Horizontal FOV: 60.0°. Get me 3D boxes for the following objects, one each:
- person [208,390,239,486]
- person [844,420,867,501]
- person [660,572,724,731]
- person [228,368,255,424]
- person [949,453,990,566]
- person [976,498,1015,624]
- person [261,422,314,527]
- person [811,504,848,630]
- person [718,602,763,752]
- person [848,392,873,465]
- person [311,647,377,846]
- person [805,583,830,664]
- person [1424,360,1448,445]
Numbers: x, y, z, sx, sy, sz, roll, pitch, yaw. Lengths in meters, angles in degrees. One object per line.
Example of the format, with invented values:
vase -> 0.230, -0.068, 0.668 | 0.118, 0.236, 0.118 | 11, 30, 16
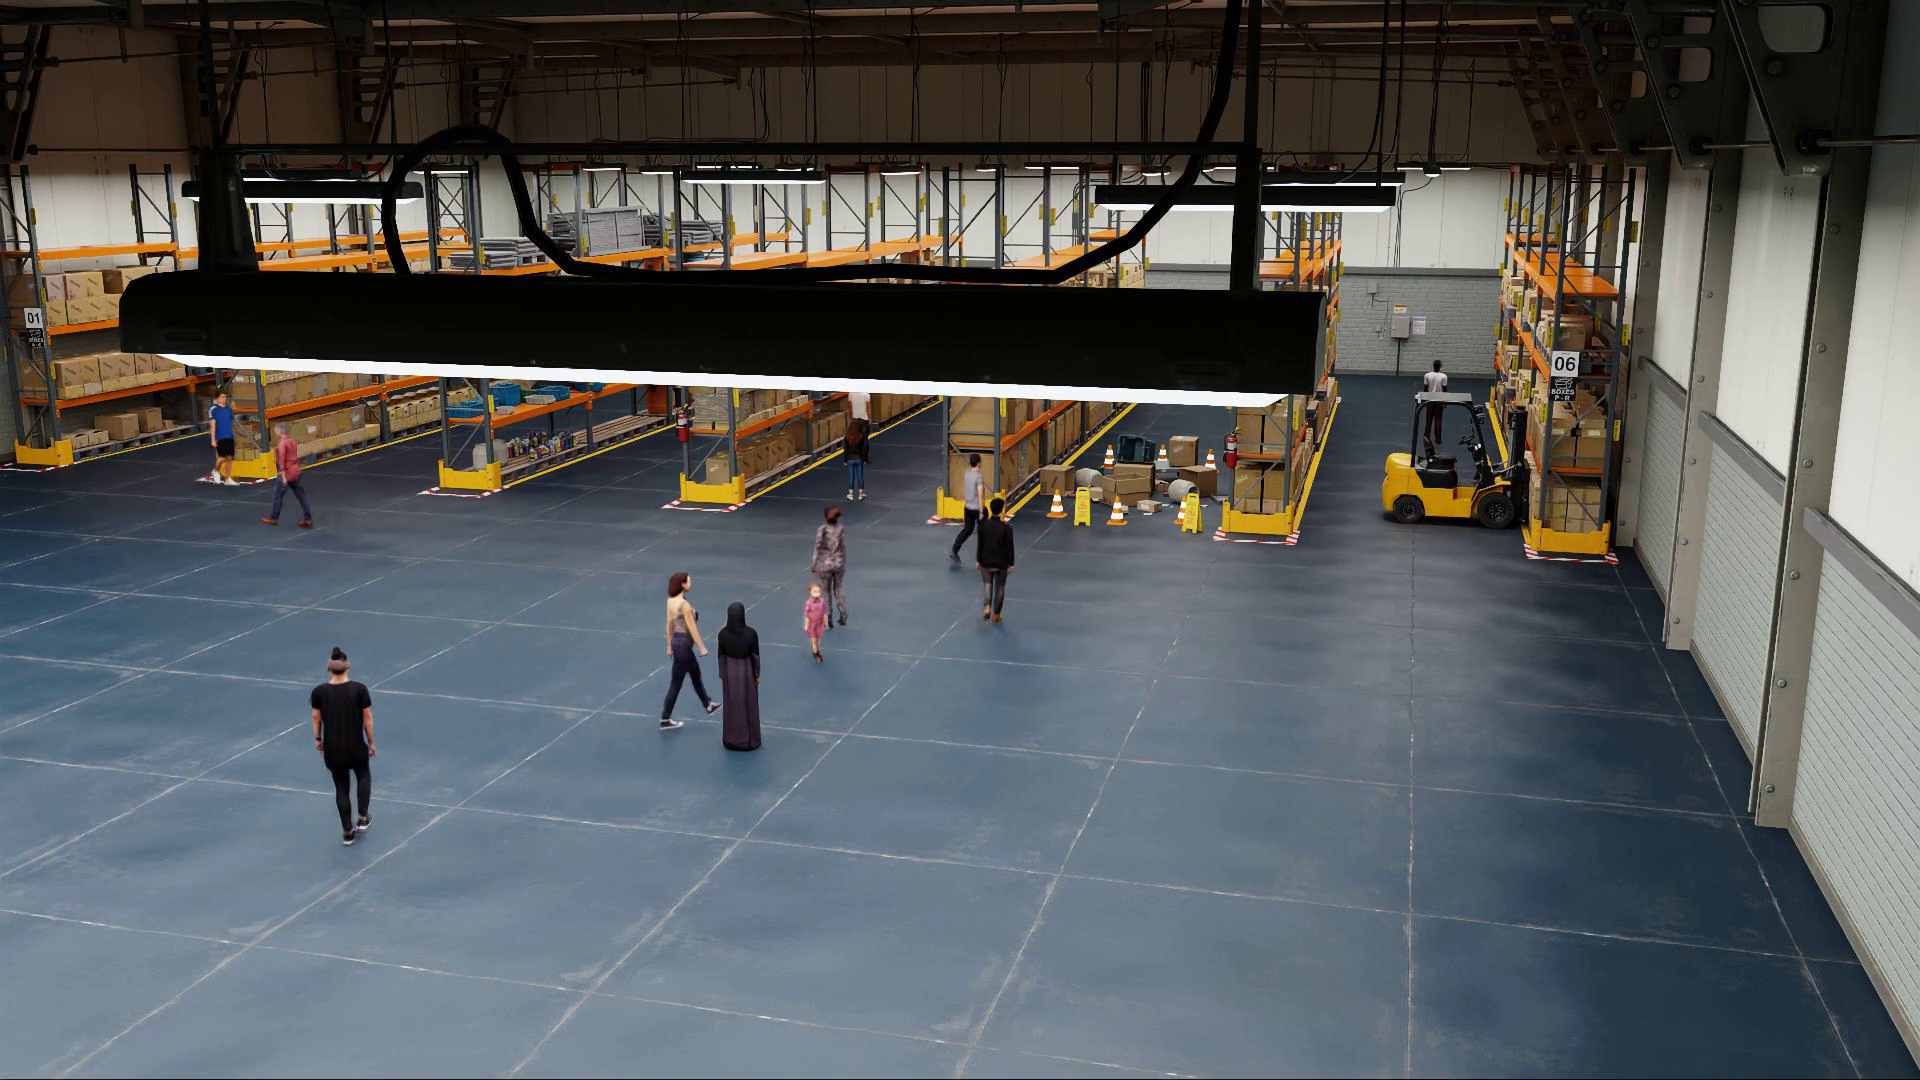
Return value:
person -> -14.124, -1.949, 31.748 | 0.815, 1.854, 0.806 | 7, 15, 28
person -> -1.929, -1.486, 30.569 | 0.630, 1.483, 0.630 | -2, 13, -8
person -> -3.118, 1.246, 18.226 | 1.136, 1.729, 1.069 | -8, 15, -30
person -> -15.991, -3.193, 37.097 | 0.752, 1.865, 1.164 | 1, 13, 6
person -> 0.164, -0.464, 25.600 | 1.181, 1.734, 0.998 | -12, 18, -41
person -> 0.446, 0.297, 22.367 | 0.646, 1.711, 0.603 | 3, 13, 14
person -> -11.263, -1.085, 28.153 | 0.774, 1.792, 1.046 | 3, 13, 14
person -> -1.696, 0.360, 22.096 | 0.723, 1.711, 0.787 | -9, 16, -33
person -> -2.351, 1.431, 17.682 | 0.656, 1.615, 0.660 | 0, 13, 1
person -> -2.057, -2.467, 34.108 | 0.644, 1.799, 0.528 | 4, 14, 17
person -> -5.628, 1.886, 15.198 | 0.869, 1.848, 0.933 | -3, 13, -11
person -> -1.806, 1.019, 20.797 | 0.620, 1.012, 0.707 | -5, 14, -21
person -> 10.430, -3.044, 36.518 | 0.712, 1.835, 0.613 | 7, 15, 28
